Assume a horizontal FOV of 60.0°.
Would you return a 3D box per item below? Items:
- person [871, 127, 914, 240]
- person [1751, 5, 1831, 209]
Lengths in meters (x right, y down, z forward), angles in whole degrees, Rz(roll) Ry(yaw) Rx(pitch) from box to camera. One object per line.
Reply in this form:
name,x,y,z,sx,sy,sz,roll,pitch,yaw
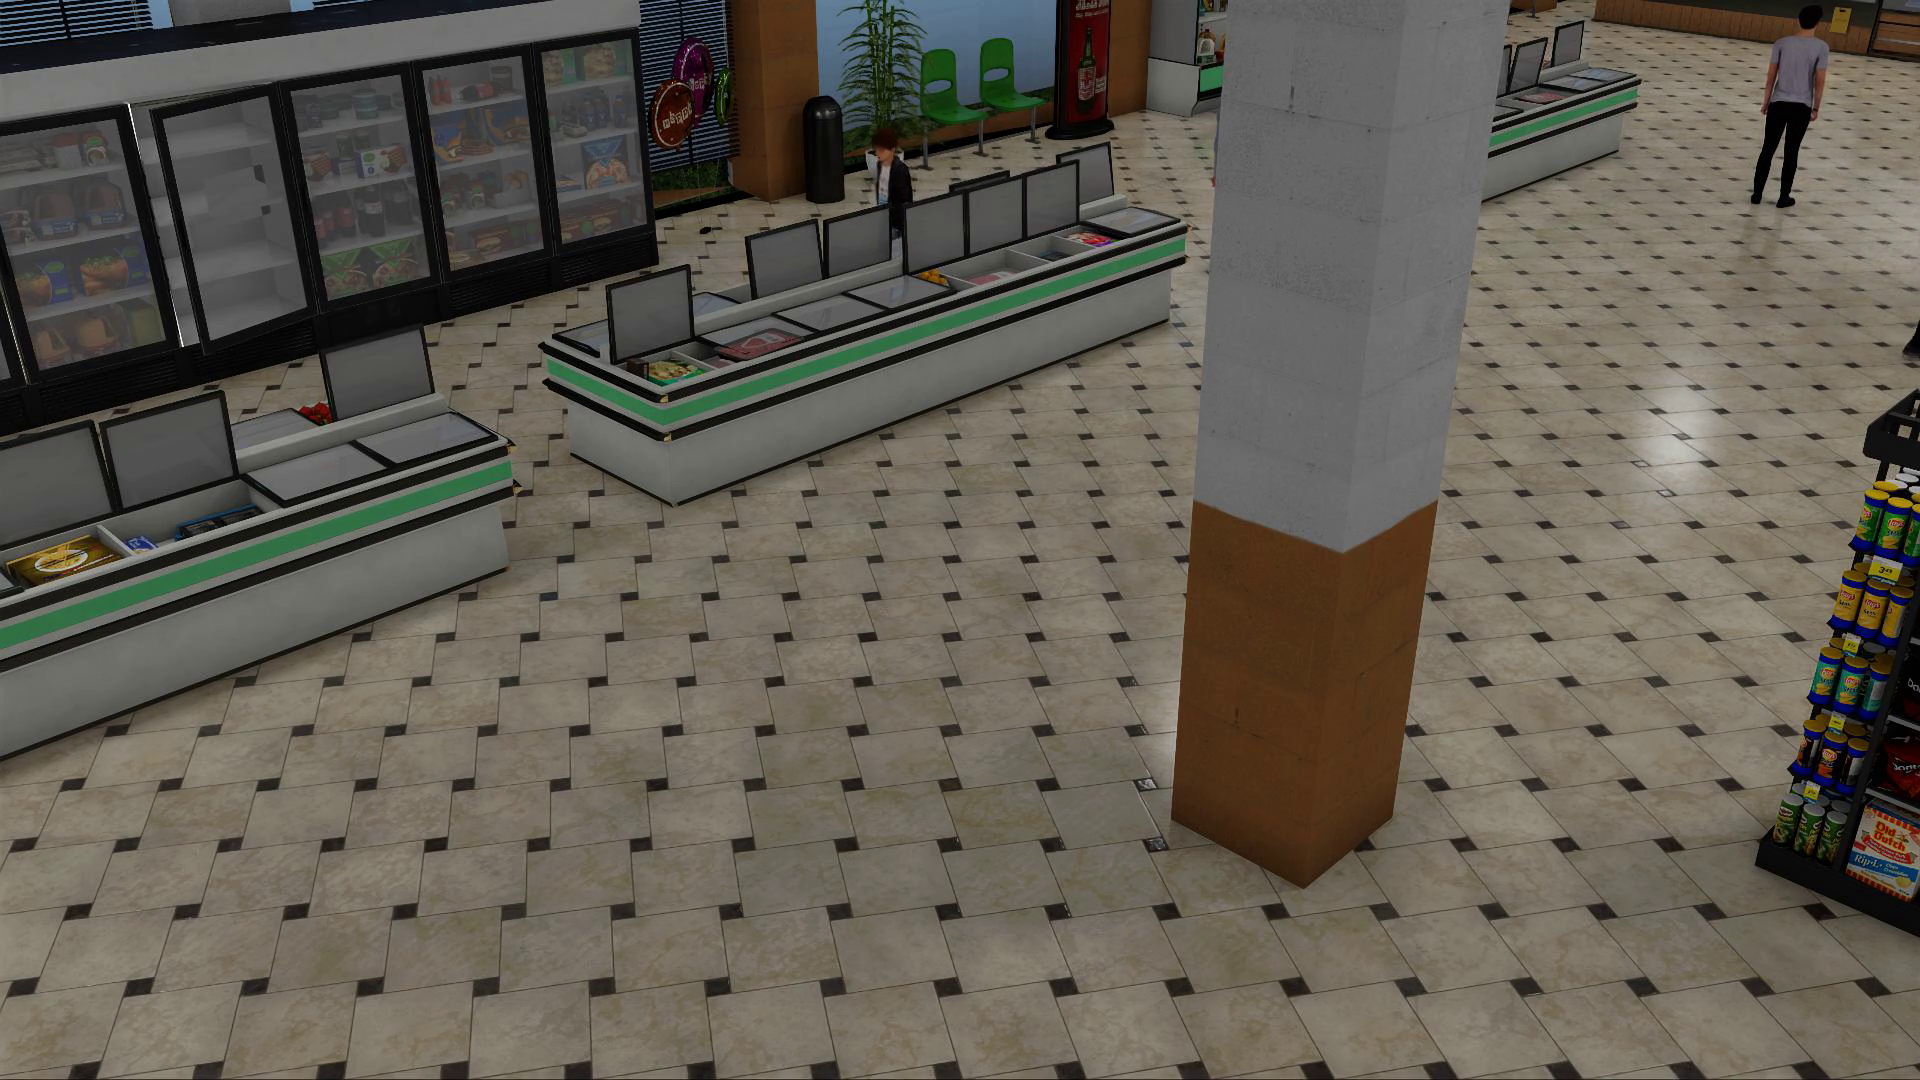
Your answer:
person,-0.475,-2.553,13.175,0.599,1.436,0.602,-17,31,-30
person,7.870,-4.110,15.772,0.684,1.863,0.586,19,33,33
